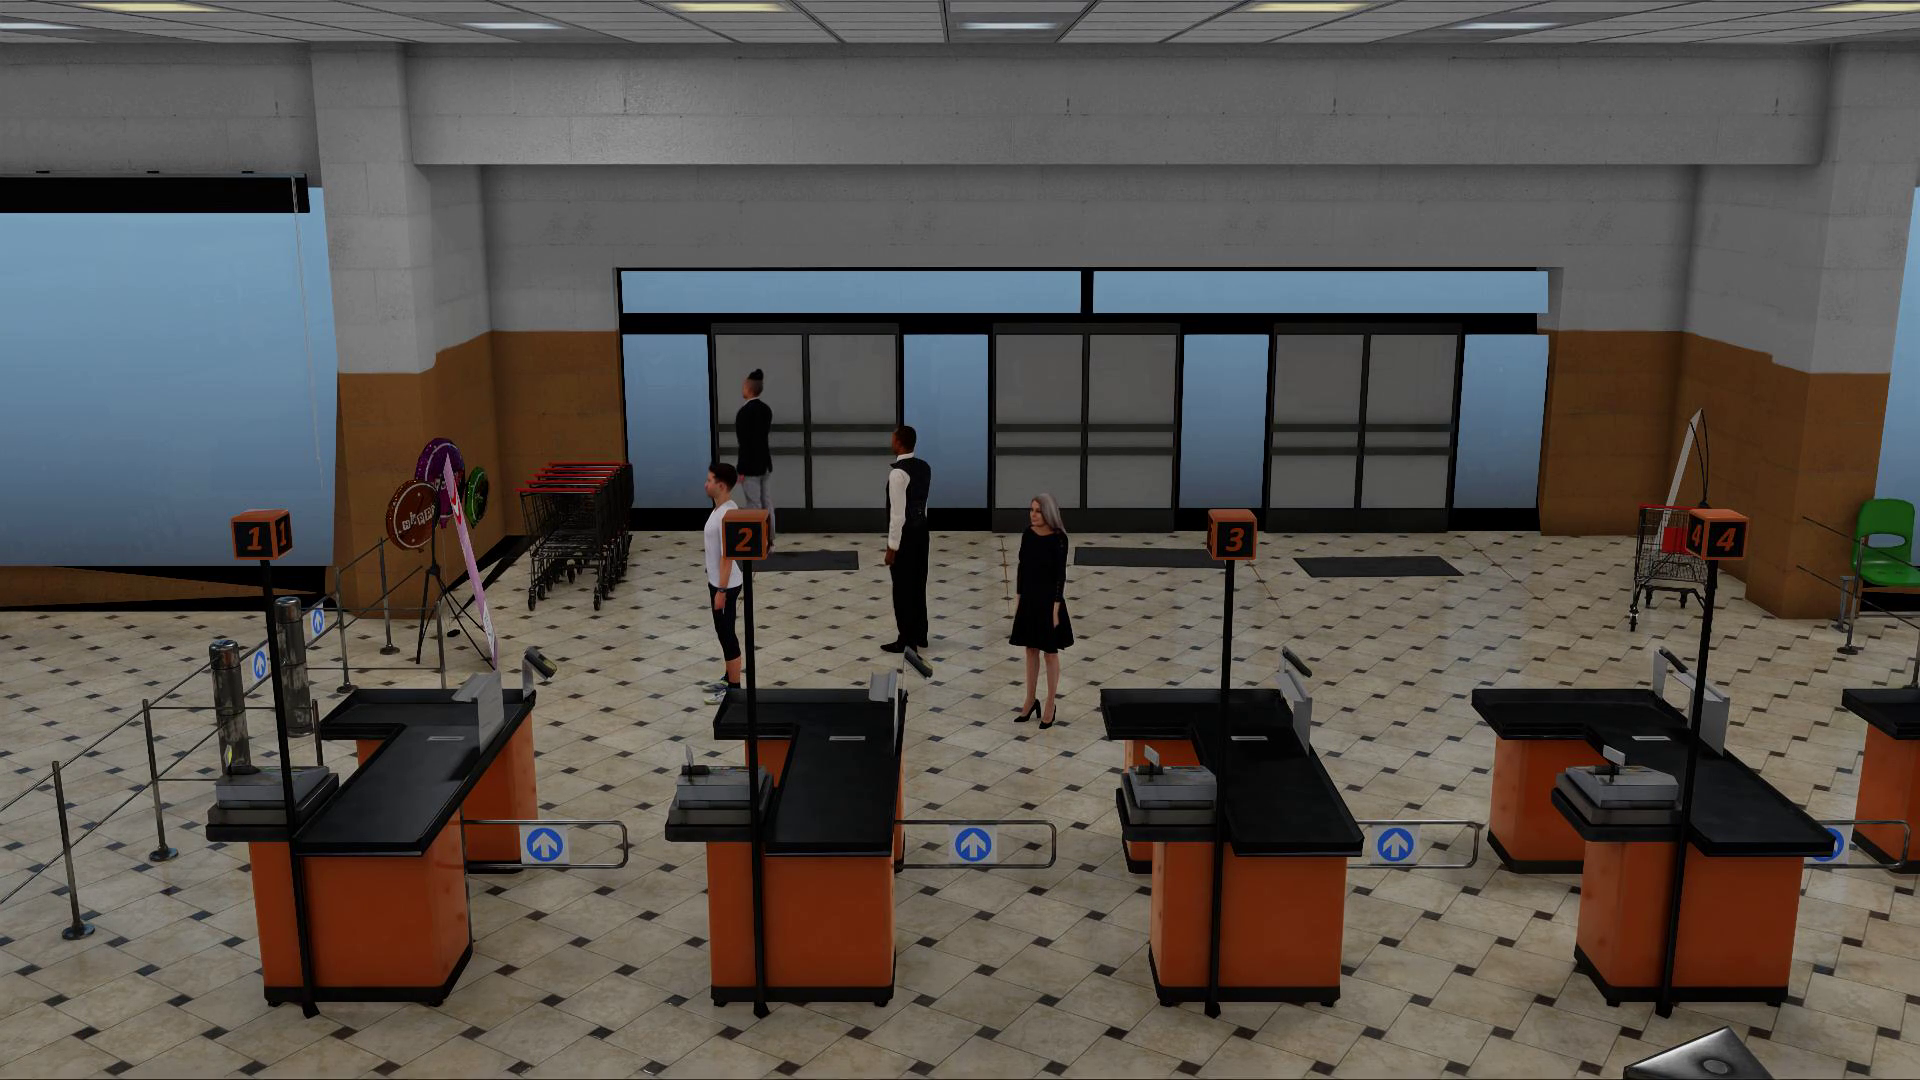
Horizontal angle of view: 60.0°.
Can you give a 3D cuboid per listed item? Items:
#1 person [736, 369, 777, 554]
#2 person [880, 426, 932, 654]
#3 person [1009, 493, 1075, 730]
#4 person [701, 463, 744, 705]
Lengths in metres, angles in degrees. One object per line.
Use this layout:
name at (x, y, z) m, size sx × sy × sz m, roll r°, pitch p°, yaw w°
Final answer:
person at (-2.094, -0.790, 17.065) m, size 0.843 × 1.949 × 0.679 m, roll 6°, pitch 15°, yaw 22°
person at (-0.435, -0.011, 13.915) m, size 0.840 × 1.919 × 0.704 m, roll 7°, pitch 15°, yaw 28°
person at (0.587, 0.506, 12.149) m, size 0.697 × 1.747 × 0.747 m, roll 12°, pitch 18°, yaw 40°
person at (-1.797, 0.317, 12.707) m, size 0.764 × 1.852 × 0.569 m, roll -3°, pitch 14°, yaw -11°
